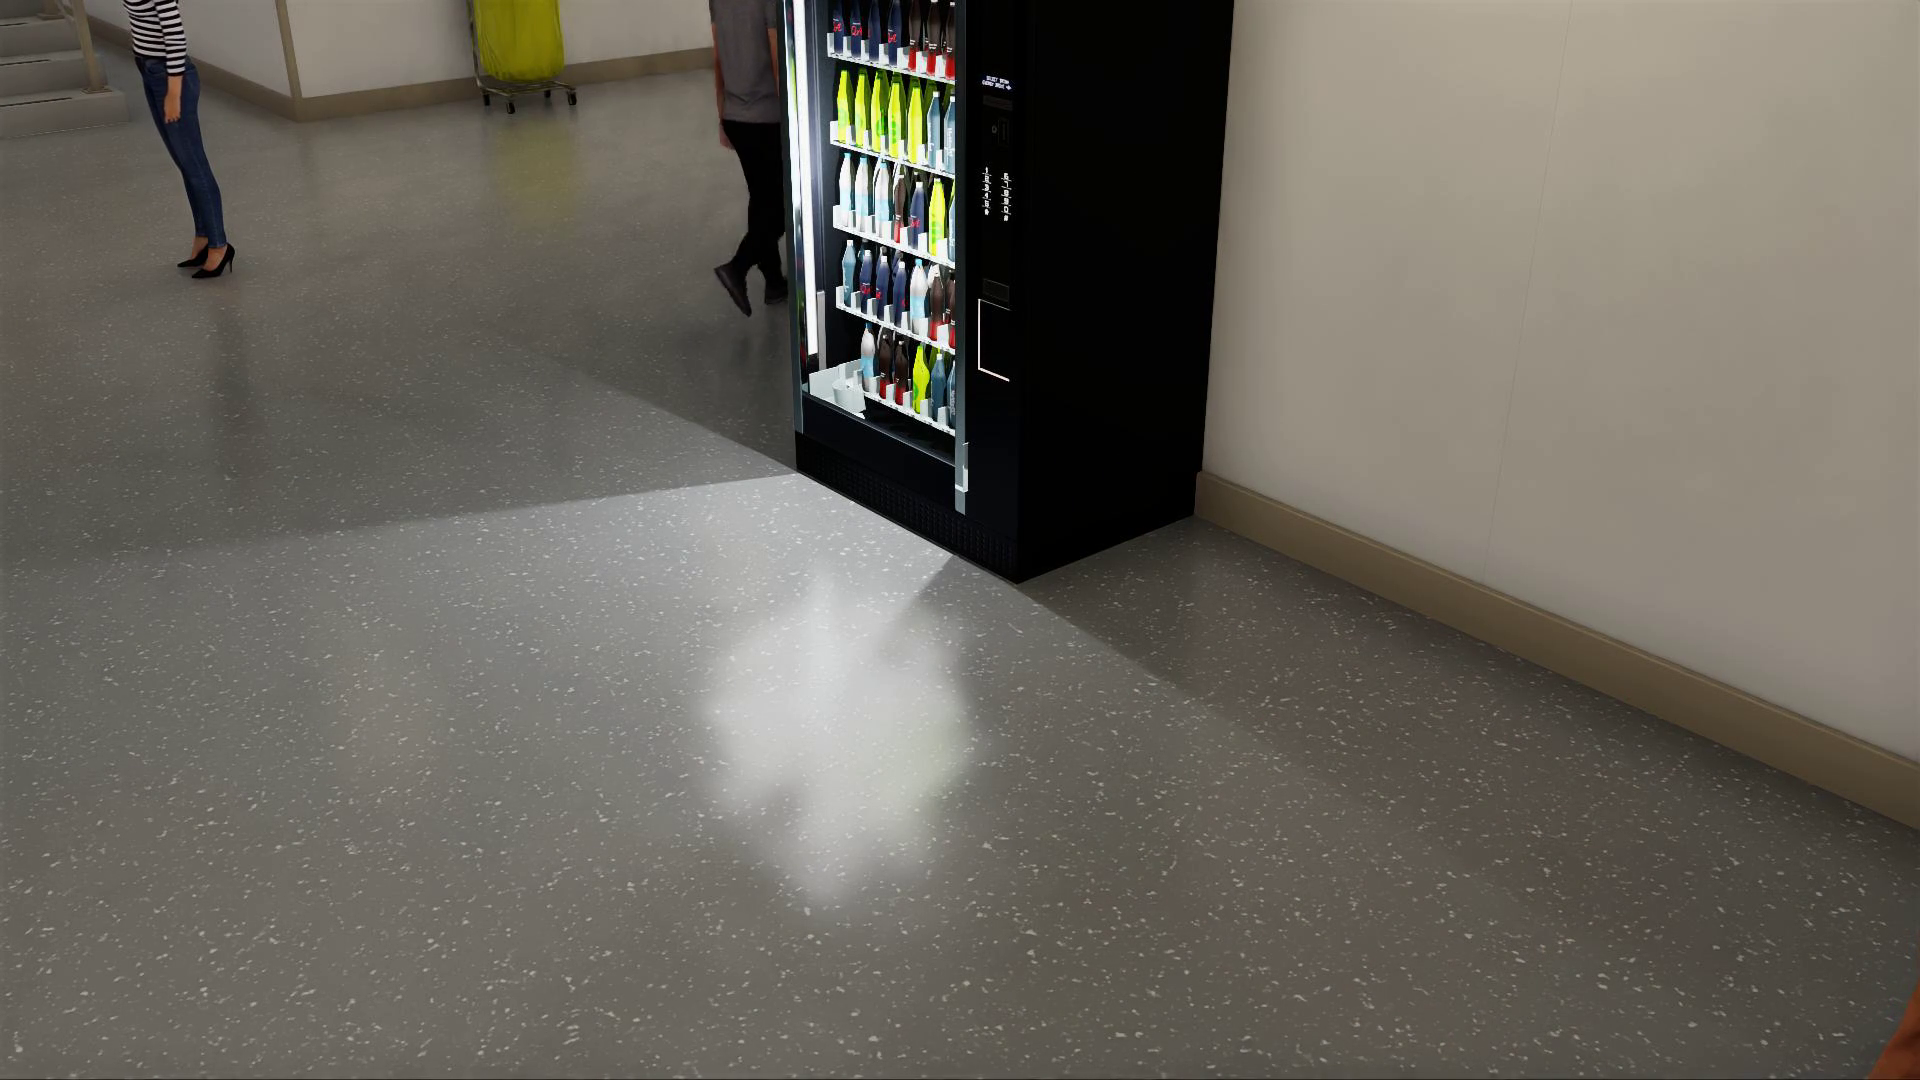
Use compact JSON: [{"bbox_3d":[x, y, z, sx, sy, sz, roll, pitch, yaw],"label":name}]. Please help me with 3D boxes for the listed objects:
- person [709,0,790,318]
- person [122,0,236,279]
[{"bbox_3d":[-0.933,-1.838,7.370,0.896,1.739,0.778,20,32,35],"label":"person"},{"bbox_3d":[-3.773,-2.156,7.963,0.665,1.796,0.454,-17,30,-31],"label":"person"}]
